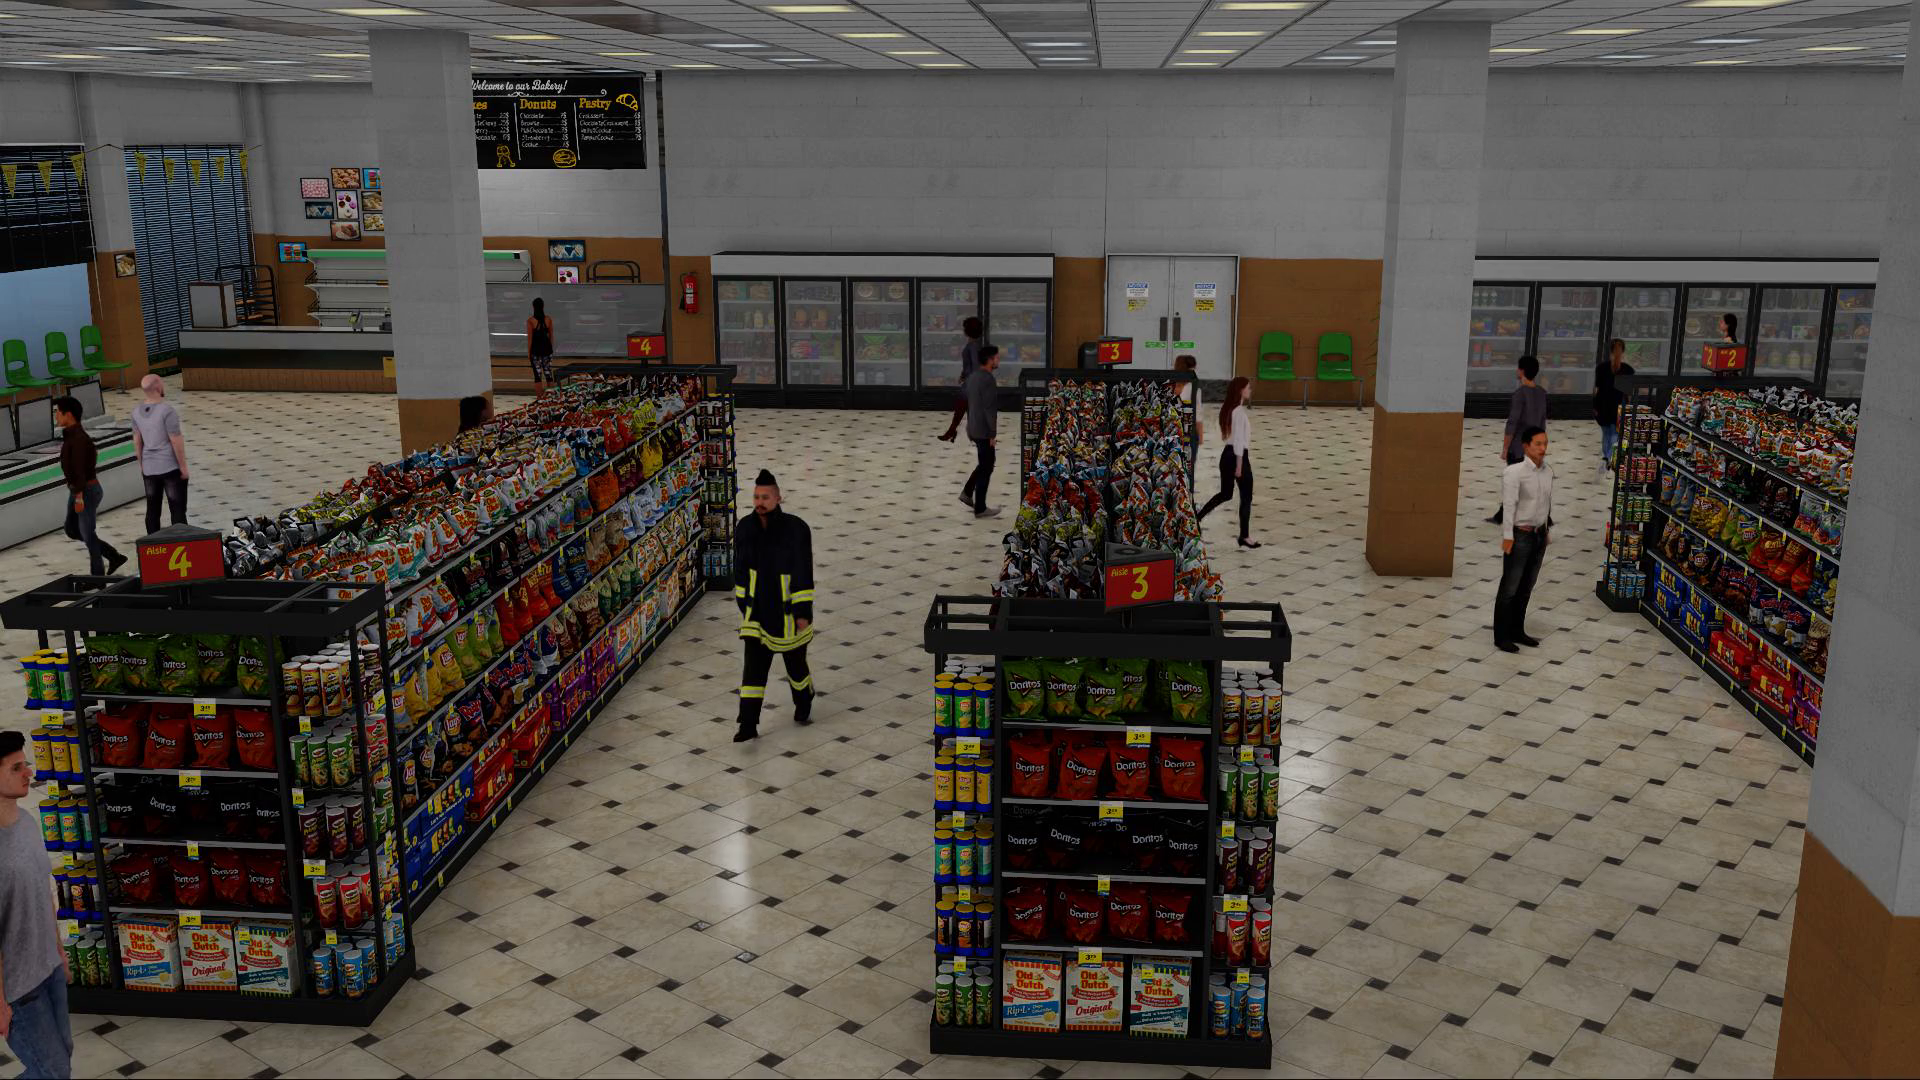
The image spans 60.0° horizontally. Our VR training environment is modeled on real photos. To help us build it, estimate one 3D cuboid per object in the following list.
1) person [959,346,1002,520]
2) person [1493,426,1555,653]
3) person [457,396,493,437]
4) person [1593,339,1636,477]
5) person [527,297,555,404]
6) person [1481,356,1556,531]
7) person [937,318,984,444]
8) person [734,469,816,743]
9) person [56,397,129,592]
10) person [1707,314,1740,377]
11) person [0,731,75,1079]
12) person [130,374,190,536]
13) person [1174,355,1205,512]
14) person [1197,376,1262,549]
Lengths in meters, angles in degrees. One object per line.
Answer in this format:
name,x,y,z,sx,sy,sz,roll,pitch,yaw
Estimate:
person,0.170,-1.149,17.842,0.905,1.857,0.816,-6,15,-23
person,4.513,-0.024,13.305,0.737,1.810,0.752,-8,16,-30
person,-4.501,-0.449,15.268,0.847,1.711,0.791,-5,14,-19
person,7.806,-1.555,19.937,0.934,1.659,1.153,8,16,31
person,-6.405,-2.887,25.421,0.645,1.661,0.709,-12,18,-40
person,5.829,-0.935,17.037,1.159,1.819,1.226,-11,17,-38
person,0.262,-2.084,22.064,0.675,1.685,0.906,2,14,9
person,-1.216,0.435,11.395,0.846,1.818,1.176,3,14,11
person,-7.807,-0.416,15.011,0.899,1.766,0.839,-11,18,-39
person,10.121,-2.081,21.887,0.814,1.762,0.779,6,15,24
person,-3.671,1.641,6.306,0.825,1.873,0.773,-2,14,-8
person,-7.666,-0.690,15.991,0.704,1.837,0.640,4,14,15
person,2.443,-1.178,18.246,0.677,1.723,0.727,13,19,43
person,2.623,-0.737,16.395,0.888,1.738,1.039,-3,14,-13
